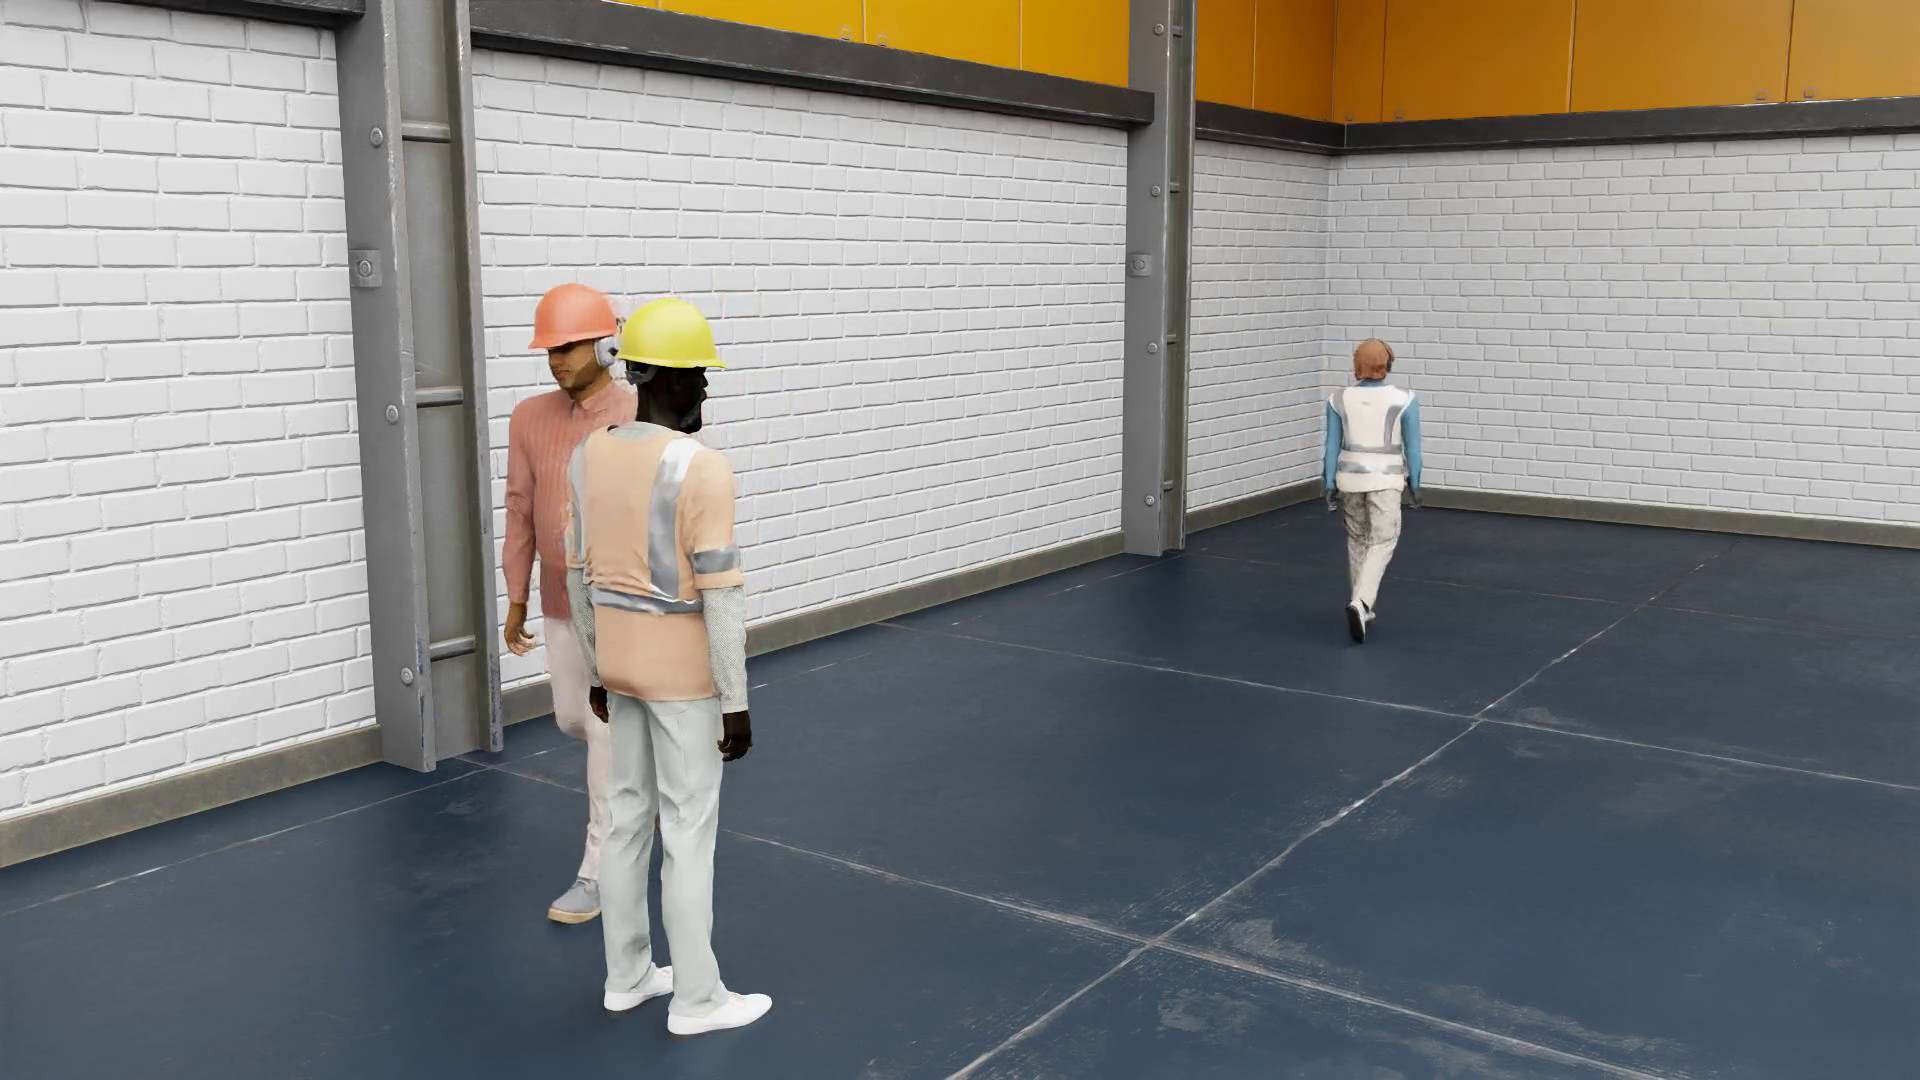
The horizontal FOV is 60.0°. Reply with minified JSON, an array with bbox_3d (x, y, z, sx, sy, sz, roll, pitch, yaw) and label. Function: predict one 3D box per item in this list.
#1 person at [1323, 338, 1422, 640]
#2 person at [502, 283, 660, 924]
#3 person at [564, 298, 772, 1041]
[{"bbox_3d":[2.203,-0.283,9.002,0.516,1.612,0.730,6,11,32],"label":"person"},{"bbox_3d":[-1.118,0.155,5.353,0.610,1.962,0.858,4,10,21],"label":"person"},{"bbox_3d":[-0.763,0.338,4.364,0.595,1.925,0.373,7,12,38],"label":"person"}]
